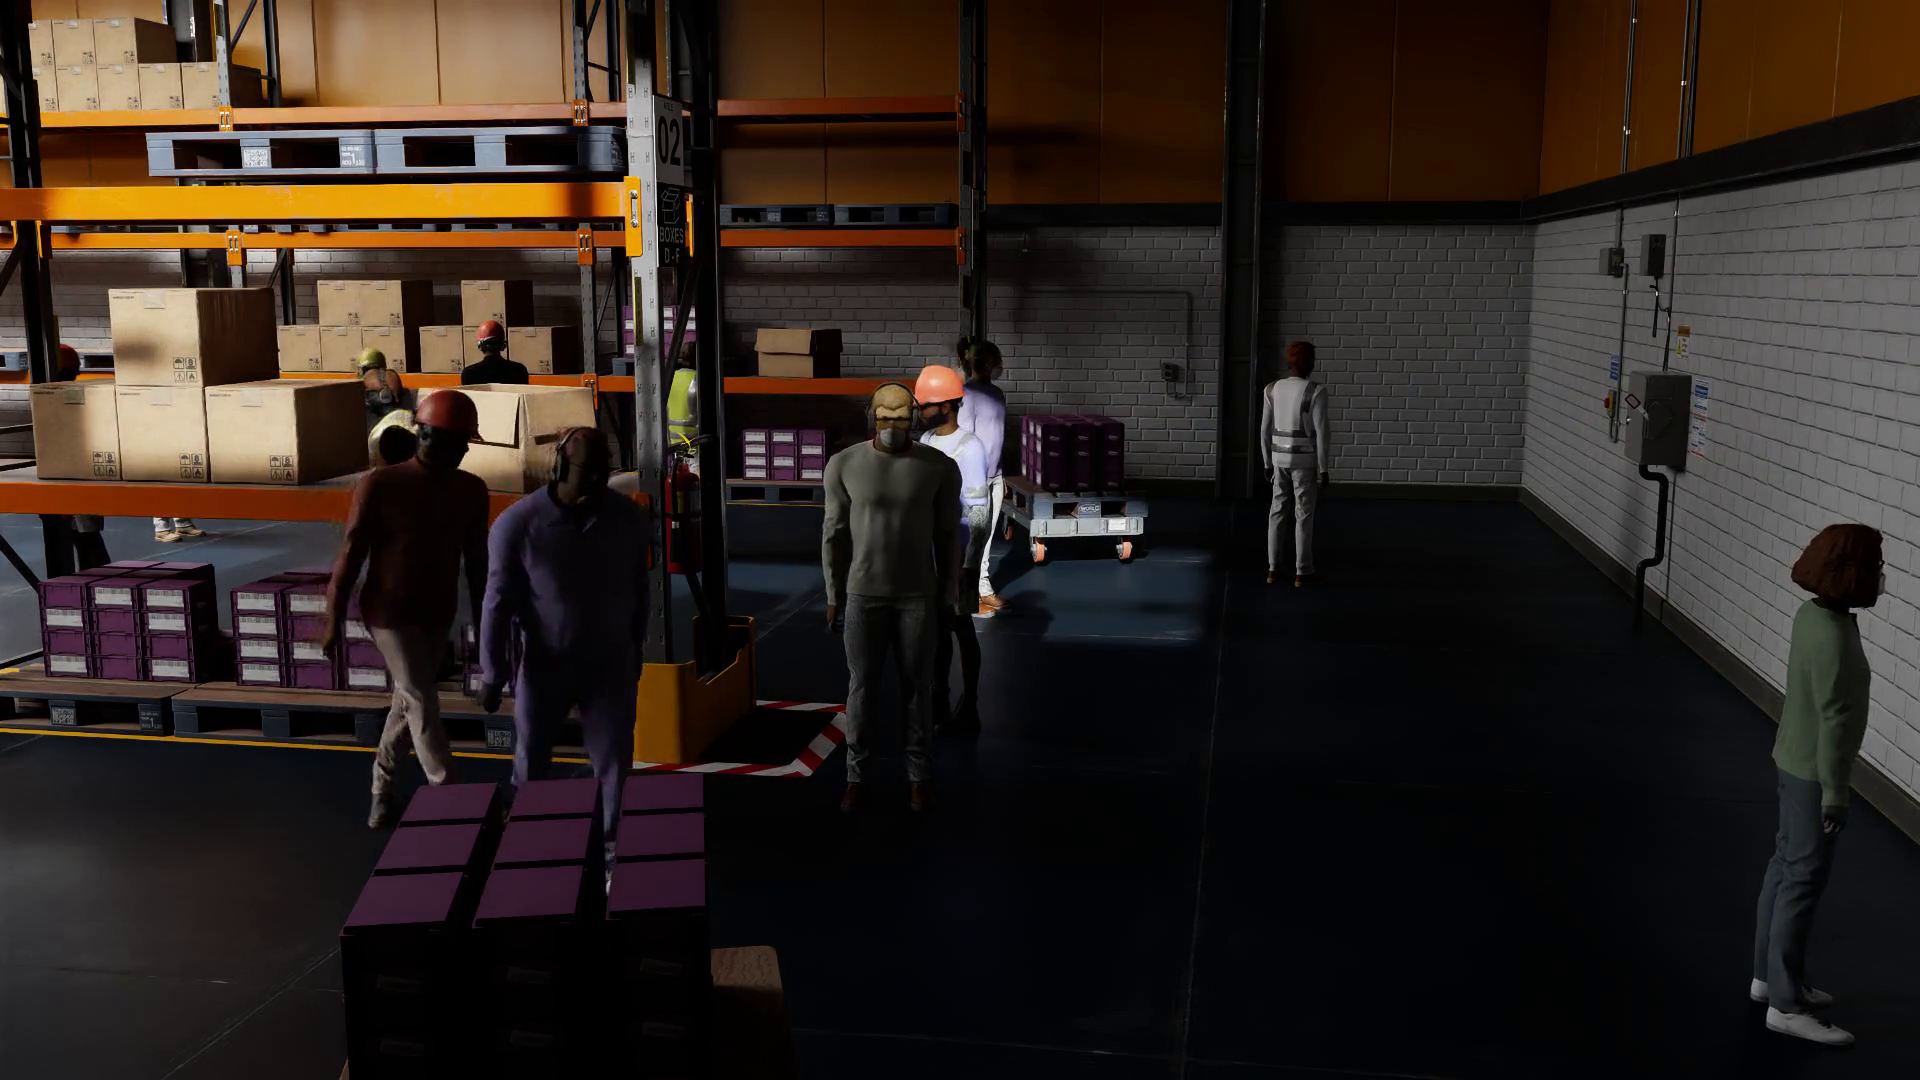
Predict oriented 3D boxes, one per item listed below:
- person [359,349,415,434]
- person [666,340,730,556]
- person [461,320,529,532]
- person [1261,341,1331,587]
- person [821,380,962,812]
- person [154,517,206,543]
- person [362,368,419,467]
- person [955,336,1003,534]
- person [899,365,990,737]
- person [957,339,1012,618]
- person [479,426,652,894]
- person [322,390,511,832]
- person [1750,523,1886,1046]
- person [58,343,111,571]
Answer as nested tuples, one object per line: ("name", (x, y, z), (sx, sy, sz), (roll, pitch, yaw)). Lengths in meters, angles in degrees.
("person", (-4.731, -0.665, 13.615), (0.602, 1.775, 0.936), (-3, 10, -17))
("person", (-2.215, -0.759, 14.012), (0.633, 1.841, 0.429), (8, 12, 40))
("person", (-3.994, -0.889, 14.343), (0.608, 1.995, 0.377), (-7, 11, -37))
("person", (2.584, -0.583, 12.788), (0.584, 1.882, 0.337), (9, 13, 44))
("person", (-0.303, 0.255, 7.433), (0.629, 1.937, 0.373), (0, 9, -3))
("person", (-7.062, -0.905, 14.942), (0.430, 1.835, 0.626), (3, 10, 15))
("person", (-3.479, -0.138, 10.200), (0.430, 1.835, 0.618), (-4, 10, -22))
("person", (-0.008, -0.929, 15.173), (0.839, 1.842, 0.520), (0, 9, -2))
("person", (-0.085, 0.057, 8.674), (0.376, 1.931, 0.542), (-6, 11, -34))
("person", (0.158, -0.436, 11.704), (0.372, 1.940, 0.632), (4, 10, 23))
("person", (-1.563, 0.444, 6.586), (0.678, 1.844, 1.039), (-4, 10, -23))
("person", (-2.282, 0.331, 7.015), (1.011, 1.913, 0.672), (7, 12, 37))
("person", (2.729, 0.752, 5.279), (0.271, 1.632, 0.503), (3, 10, 18))
("person", (-6.064, -0.382, 11.385), (0.376, 1.934, 0.547), (-9, 13, -44))
